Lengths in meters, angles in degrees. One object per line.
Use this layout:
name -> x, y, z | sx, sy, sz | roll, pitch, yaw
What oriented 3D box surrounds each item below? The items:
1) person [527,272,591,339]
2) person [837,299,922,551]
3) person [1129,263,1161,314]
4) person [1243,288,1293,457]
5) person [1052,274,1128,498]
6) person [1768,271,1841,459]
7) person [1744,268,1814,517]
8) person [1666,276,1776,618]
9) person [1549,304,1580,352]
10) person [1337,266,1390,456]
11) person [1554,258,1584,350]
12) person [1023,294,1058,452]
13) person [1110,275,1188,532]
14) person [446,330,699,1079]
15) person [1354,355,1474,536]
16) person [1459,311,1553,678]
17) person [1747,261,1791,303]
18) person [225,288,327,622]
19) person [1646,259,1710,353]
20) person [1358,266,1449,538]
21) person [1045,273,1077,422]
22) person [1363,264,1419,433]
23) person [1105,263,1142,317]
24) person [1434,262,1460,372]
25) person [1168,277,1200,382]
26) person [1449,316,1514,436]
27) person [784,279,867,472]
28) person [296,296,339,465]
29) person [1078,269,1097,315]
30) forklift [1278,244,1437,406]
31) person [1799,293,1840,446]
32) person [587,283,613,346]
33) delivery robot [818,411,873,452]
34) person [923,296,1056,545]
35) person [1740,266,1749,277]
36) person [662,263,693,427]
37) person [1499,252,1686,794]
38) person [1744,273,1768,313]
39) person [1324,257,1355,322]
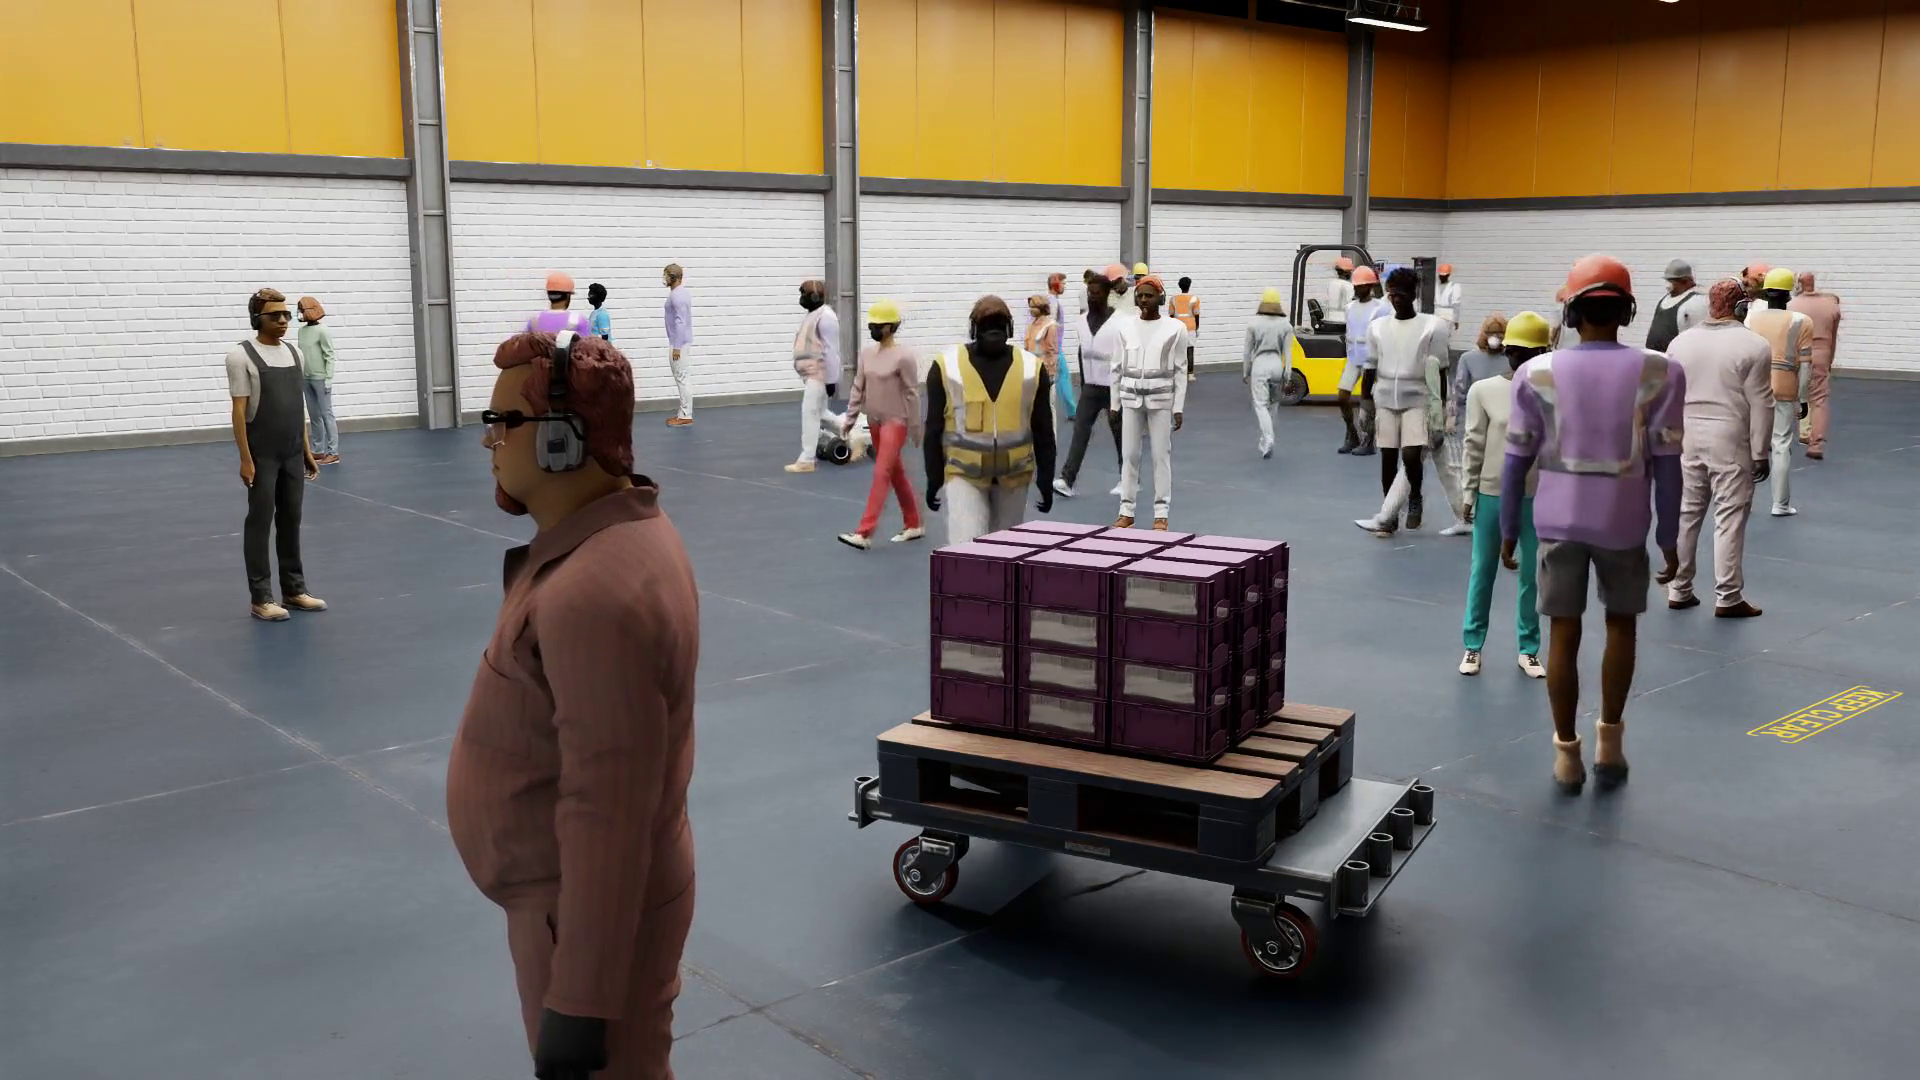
person -> -3.285, -1.276, 13.867 | 0.560, 1.896, 0.873 | 3, 10, 16
person -> -0.560, -0.790, 11.514 | 0.911, 1.722, 0.531 | -9, 13, -42
person -> 2.519, -2.916, 23.346 | 0.588, 1.927, 0.366 | 0, 10, -2
person -> 3.147, -1.705, 16.897 | 0.480, 1.705, 0.836 | -1, 10, -4
person -> 1.143, -1.272, 13.902 | 0.615, 1.863, 1.025 | 9, 13, 42
person -> 8.517, -1.774, 16.839 | 0.672, 1.859, 0.934 | 0, 10, 2
person -> 6.320, -1.146, 12.979 | 0.585, 1.929, 0.377 | 8, 12, 38
person -> 4.287, -0.521, 9.382 | 0.407, 1.910, 0.638 | -6, 12, -33
person -> 6.634, -1.937, 17.973 | 0.507, 1.805, 0.980 | 6, 11, 32
person -> 4.063, -1.797, 16.806 | 0.505, 1.919, 0.542 | -9, 13, -41
person -> 8.056, -2.662, 21.671 | 0.612, 1.990, 0.392 | 6, 11, 31
person -> 0.819, -1.681, 16.962 | 0.310, 1.636, 0.523 | -5, 11, -28
person -> 1.365, -0.980, 12.144 | 0.574, 1.882, 0.356 | 4, 10, 20
person -> -0.620, 0.615, 2.730 | 0.409, 1.908, 0.647 | -2, 10, -10
person -> 3.345, -0.811, 12.006 | 0.873, 1.587, 0.536 | 3, 10, 15
person -> 2.676, -0.210, 7.981 | 0.526, 1.765, 0.329 | 2, 10, 12
person -> 9.571, -2.339, 19.914 | 0.693, 1.965, 0.394 | 8, 13, 40
person -> -3.828, -0.479, 9.316 | 0.346, 1.847, 0.505 | 4, 11, 24
person -> 7.606, -1.973, 17.489 | 0.920, 2.000, 0.680 | -1, 10, -8
person -> 3.160, -0.974, 11.899 | 0.639, 1.946, 0.422 | 7, 12, 34
person -> 1.218, -2.342, 20.305 | 0.873, 1.807, 0.584 | -2, 10, -12
person -> 4.827, -2.120, 18.695 | 0.581, 1.929, 0.609 | -6, 11, -32
person -> 1.818, -2.101, 18.501 | 0.638, 1.944, 0.671 | 3, 10, 18
person -> 8.251, -3.789, 28.481 | 0.573, 1.914, 0.416 | 9, 13, 43
person -> 3.623, -3.405, 26.912 | 0.538, 1.695, 0.317 | 4, 11, 23
person -> 3.966, -0.888, 12.477 | 0.508, 1.587, 0.880 | 6, 11, 30
person -> -1.269, -1.550, 15.688 | 0.782, 1.819, 0.632 | -3, 10, -19
person -> -6.279, -1.550, 16.203 | 0.506, 1.632, 0.268 | 7, 12, 36
person -> 2.100, -3.248, 25.602 | 0.702, 1.828, 0.376 | -8, 12, -37
forklift -> 5.256, -2.933, 22.661 | 2.313, 2.155, 1.214 | 3, 10, 16
person -> 9.220, -1.831, 17.846 | 0.281, 1.633, 0.498 | 8, 12, 39
person -> -4.372, -2.262, 20.188 | 0.320, 1.697, 0.531 | -4, 11, -23
delivery robot -> -1.052, -1.089, 16.387 | 0.707, 0.478, 0.477 | -5, 11, -27
person -> 0.170, -0.278, 8.202 | 0.654, 1.819, 0.756 | -2, 10, -9
person -> 11.865, -3.196, 25.153 | 0.517, 1.872, 0.327 | 2, 10, 14
person -> -3.349, -2.312, 19.775 | 0.352, 1.937, 0.635 | -1, 10, -8
person -> 2.394, -0.066, 6.344 | 0.648, 2.029, 0.571 | 4, 10, 21
person -> 9.041, -2.154, 19.194 | 1.031, 1.835, 0.582 | -9, 13, -43
person -> 5.745, -3.316, 25.455 | 0.935, 2.019, 0.622 | -4, 10, -22
